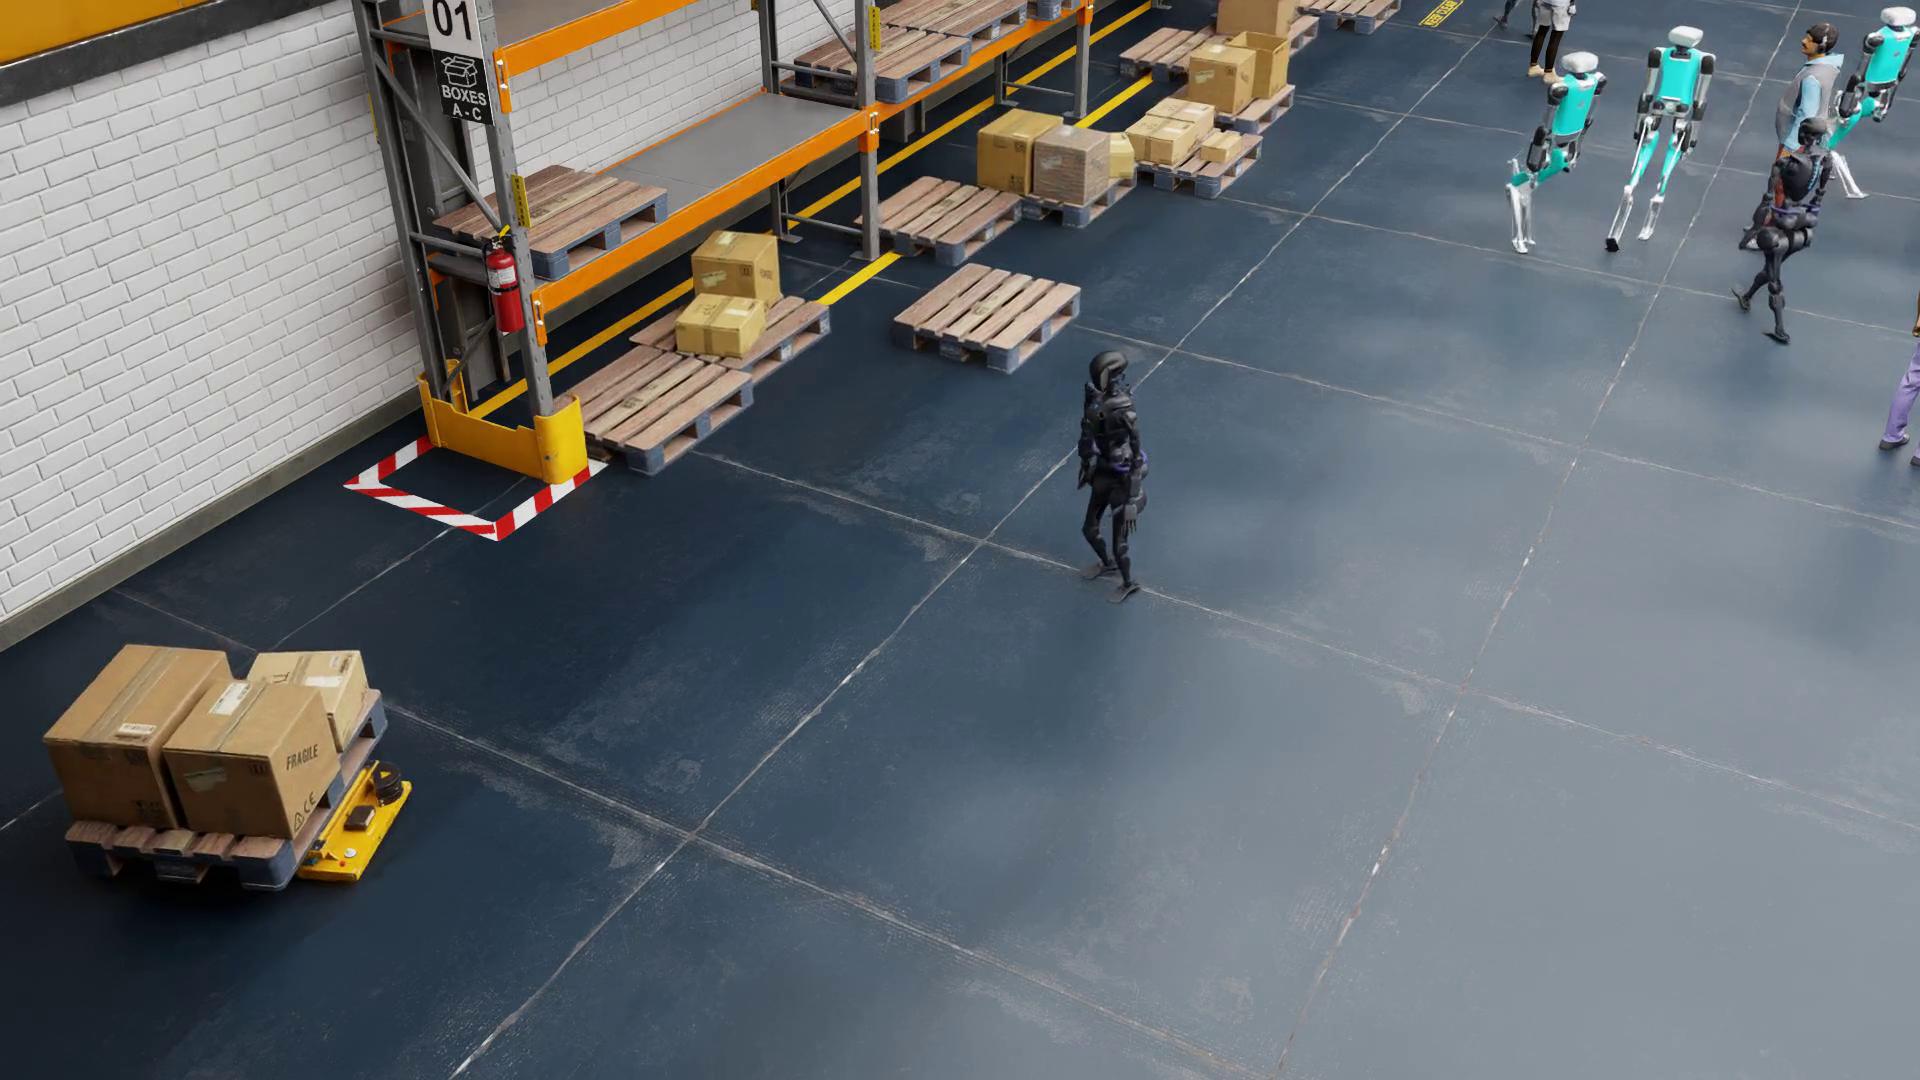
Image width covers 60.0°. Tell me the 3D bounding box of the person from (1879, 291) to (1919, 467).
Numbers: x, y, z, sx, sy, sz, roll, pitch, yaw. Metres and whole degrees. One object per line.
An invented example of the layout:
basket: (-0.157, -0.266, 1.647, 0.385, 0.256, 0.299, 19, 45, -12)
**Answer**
person: (6.398, -1.342, 10.746, 0.390, 1.849, 0.564, -15, 36, -21)

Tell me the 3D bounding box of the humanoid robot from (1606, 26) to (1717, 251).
humanoid robot: (5.754, -3.242, 13.781, 0.558, 1.838, 0.898, 21, 39, 29)

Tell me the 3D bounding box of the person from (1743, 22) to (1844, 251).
person: (6.884, -3.307, 13.687, 0.408, 1.883, 0.541, 15, 36, 21)

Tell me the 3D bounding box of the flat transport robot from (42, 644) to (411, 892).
flat transport robot: (-3.508, 1.326, 8.141, 1.431, 0.231, 0.659, 4, 34, 6)

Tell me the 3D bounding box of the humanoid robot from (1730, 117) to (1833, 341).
humanoid robot: (6.177, -2.370, 12.493, 0.585, 1.629, 0.789, -10, 35, -15)

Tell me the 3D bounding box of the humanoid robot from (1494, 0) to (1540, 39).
humanoid robot: (6.465, -6.562, 18.835, 0.595, 1.622, 0.774, -8, 34, -12)

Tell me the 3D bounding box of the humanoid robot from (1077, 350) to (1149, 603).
humanoid robot: (0.881, -0.353, 9.417, 0.412, 1.641, 0.584, -18, 37, -25)

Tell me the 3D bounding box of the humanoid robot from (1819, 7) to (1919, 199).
humanoid robot: (7.897, -3.884, 14.702, 0.558, 1.732, 1.025, -9, 35, -14)

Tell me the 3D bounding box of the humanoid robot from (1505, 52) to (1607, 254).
humanoid robot: (4.729, -3.160, 13.615, 0.549, 1.801, 0.790, -17, 37, -24)

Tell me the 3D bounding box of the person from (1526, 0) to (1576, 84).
person: (6.259, -5.641, 17.386, 0.315, 1.695, 0.539, -11, 35, -16)
